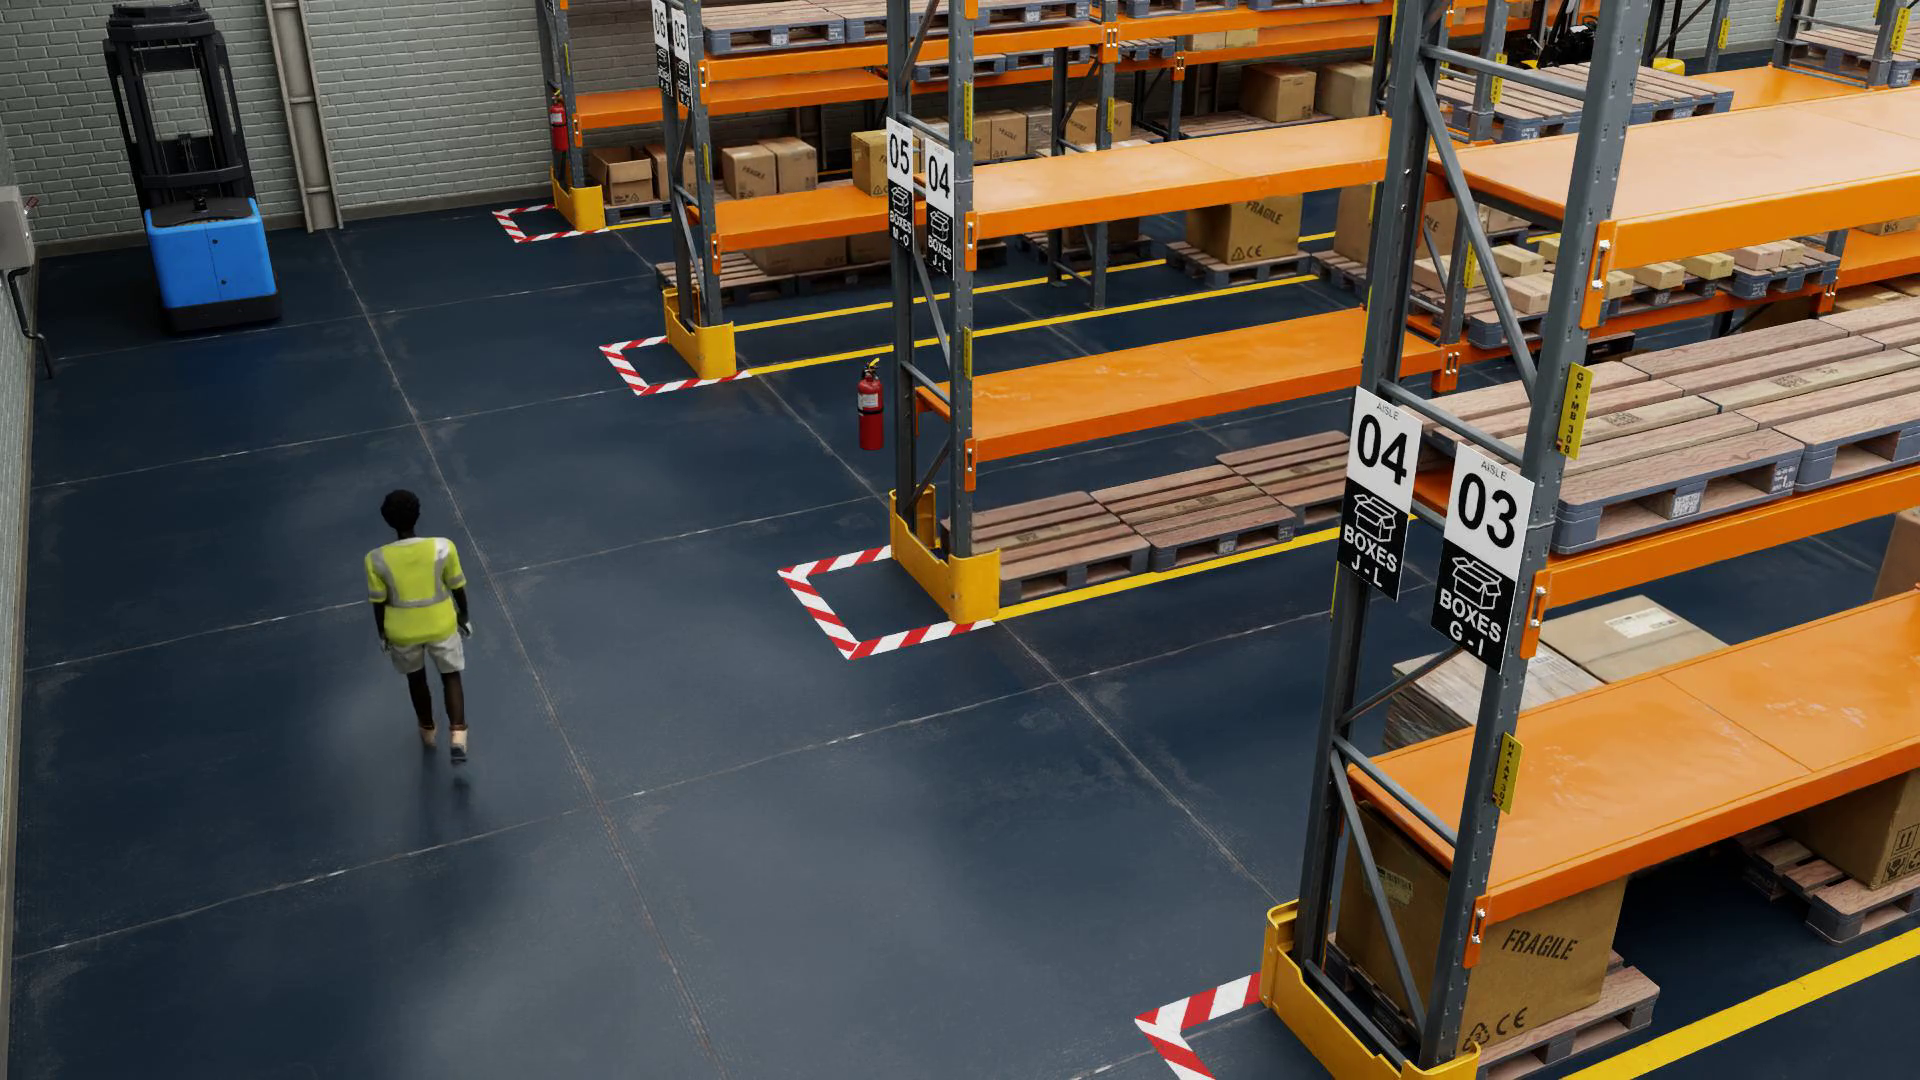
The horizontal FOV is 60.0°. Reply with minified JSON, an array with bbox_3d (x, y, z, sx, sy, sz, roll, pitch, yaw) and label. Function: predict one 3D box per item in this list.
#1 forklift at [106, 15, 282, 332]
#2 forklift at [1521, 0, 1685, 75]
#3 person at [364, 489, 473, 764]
[{"bbox_3d":[-7.548,-3.672,16.323,1.129,2.768,1.873,-12,30,-22],"label":"forklift"},{"bbox_3d":[8.950,-6.807,23.056,1.214,2.155,2.313,-12,30,-22],"label":"forklift"},{"bbox_3d":[-3.070,0.548,9.531,0.542,1.669,0.640,-9,29,-17],"label":"person"}]
